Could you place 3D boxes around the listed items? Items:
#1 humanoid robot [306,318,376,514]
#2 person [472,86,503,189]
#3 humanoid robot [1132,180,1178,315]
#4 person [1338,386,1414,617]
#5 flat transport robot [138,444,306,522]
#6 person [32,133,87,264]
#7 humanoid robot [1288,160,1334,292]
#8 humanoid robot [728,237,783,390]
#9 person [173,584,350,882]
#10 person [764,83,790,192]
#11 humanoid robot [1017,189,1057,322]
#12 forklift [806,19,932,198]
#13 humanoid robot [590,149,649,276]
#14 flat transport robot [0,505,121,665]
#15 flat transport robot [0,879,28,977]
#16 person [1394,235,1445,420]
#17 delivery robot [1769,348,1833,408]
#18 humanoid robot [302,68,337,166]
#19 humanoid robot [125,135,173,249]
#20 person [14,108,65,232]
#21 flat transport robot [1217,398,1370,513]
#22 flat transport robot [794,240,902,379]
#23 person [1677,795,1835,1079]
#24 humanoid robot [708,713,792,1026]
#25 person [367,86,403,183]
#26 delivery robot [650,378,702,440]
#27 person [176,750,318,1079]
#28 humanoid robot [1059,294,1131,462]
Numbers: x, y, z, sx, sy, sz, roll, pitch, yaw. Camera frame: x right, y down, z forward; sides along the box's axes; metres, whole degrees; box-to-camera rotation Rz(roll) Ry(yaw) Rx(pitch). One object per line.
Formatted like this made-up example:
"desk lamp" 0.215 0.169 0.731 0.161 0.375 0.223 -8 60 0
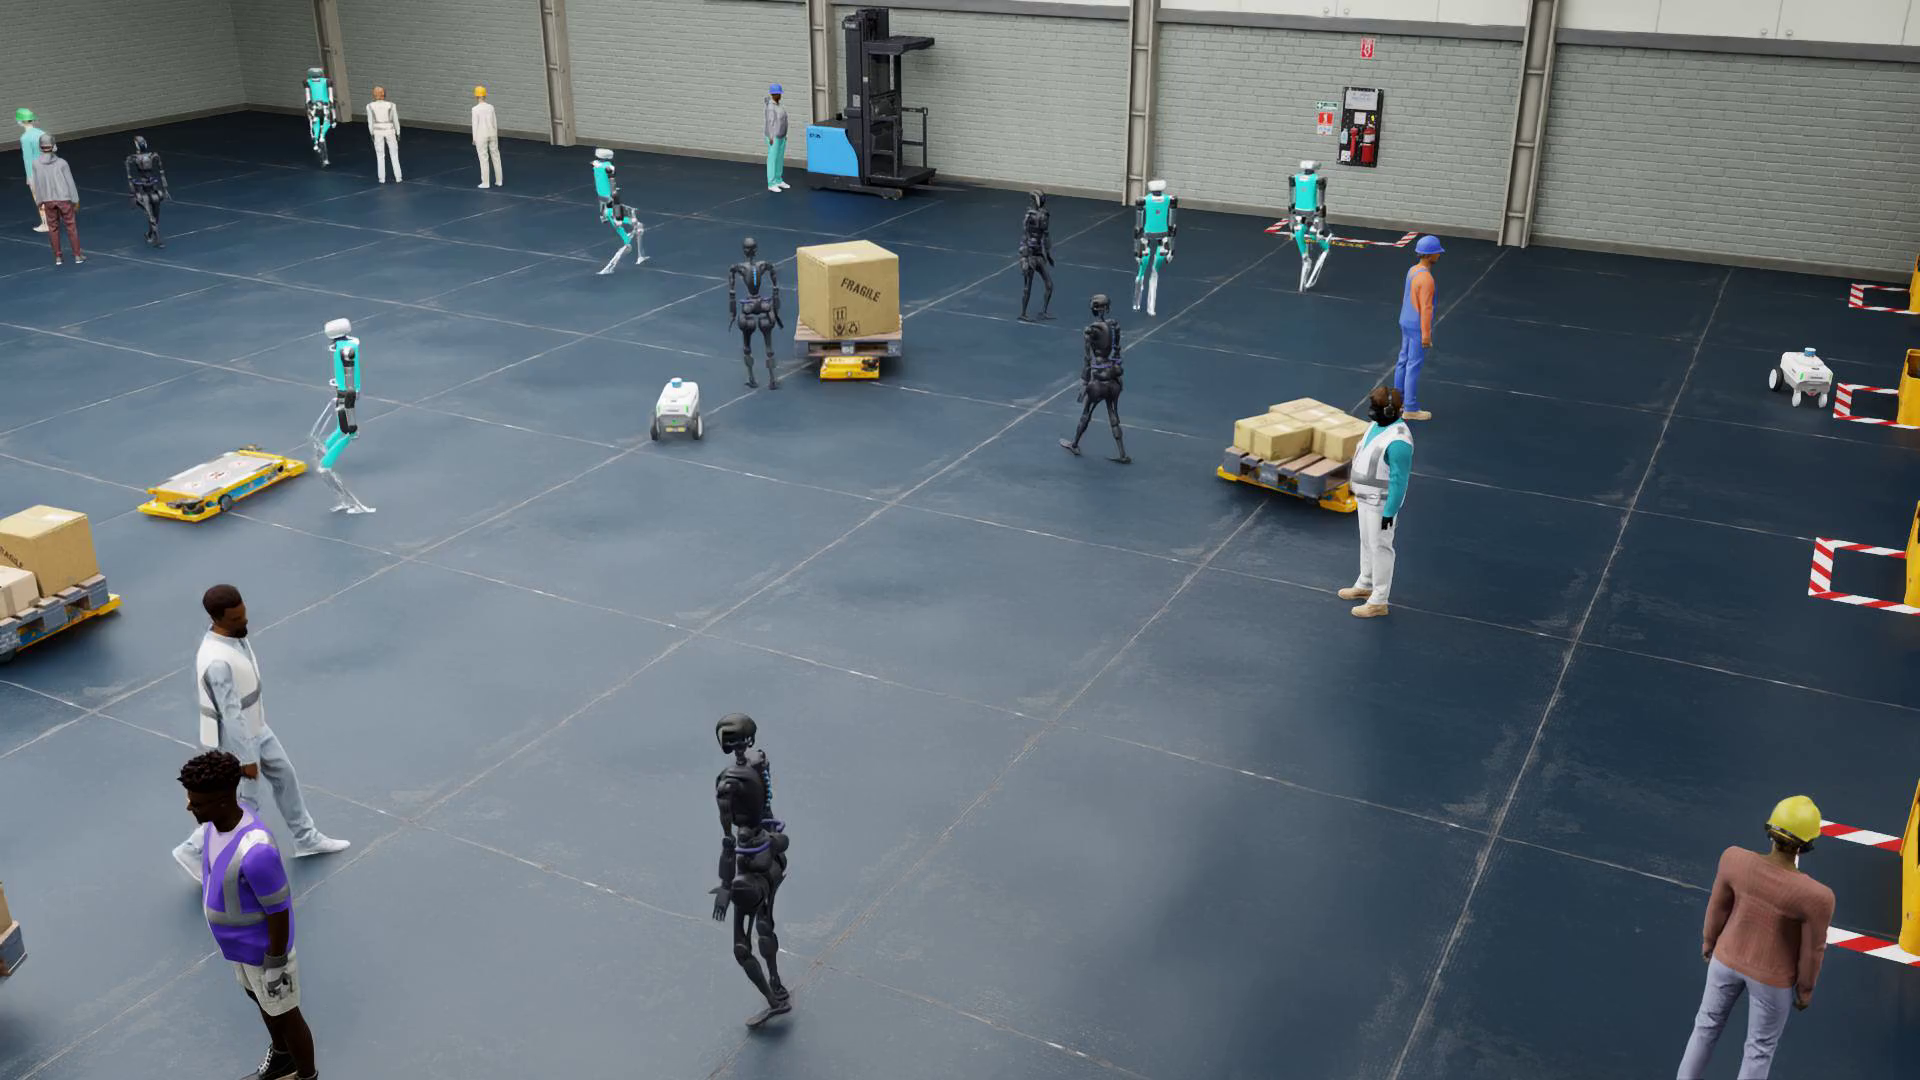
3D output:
"humanoid robot" -5.599 -1.037 14.762 0.711 1.829 0.537 -9 25 -20
"person" -8.061 -6.844 28.285 0.315 1.697 0.466 21 31 39
"humanoid robot" 2.379 -3.601 20.832 0.538 1.903 0.753 -3 23 -7
"person" 3.225 -0.305 12.881 0.429 1.841 0.636 -2 23 -4
"flat transport robot" -6.817 -0.531 15.398 0.659 0.231 1.431 8 25 19
"person" -12.678 -4.790 23.371 0.550 1.806 0.381 -7 24 -15
"humanoid robot" 4.646 -4.081 21.910 0.549 1.884 0.747 18 29 36
"humanoid robot" -2.235 -2.468 18.138 0.609 1.630 0.452 -8 25 -19
"person" -4.138 1.109 9.541 0.870 1.885 0.599 -5 24 -12
"person" -3.099 -6.802 28.091 0.354 1.776 0.543 8 25 19
"humanoid robot" 0.942 -3.516 20.570 0.457 1.642 0.594 16 28 32
"forklift" -1.573 -7.292 27.850 1.873 2.768 1.129 12 26 25
"humanoid robot" -4.592 -4.525 22.906 1.018 1.775 0.531 -18 29 -36
"flat transport robot" -7.264 0.640 12.674 0.659 0.231 1.431 10 25 21
"flat transport robot" -5.544 2.482 8.385 0.659 0.231 1.431 1 23 2
"person" 4.739 -2.206 17.221 0.370 1.910 0.521 -2 23 -6
"delivery robot" 9.112 -1.774 17.954 0.499 0.614 0.791 4 23 8
"humanoid robot" -11.482 -7.516 29.789 0.547 1.748 0.931 0 23 0
"humanoid robot" -11.913 -5.106 24.333 0.737 1.646 0.590 17 29 35
"person" -13.920 -5.583 25.136 0.485 1.863 0.542 3 23 8
"flat transport robot" 3.186 -0.588 15.531 1.431 0.231 0.659 20 30 39
"flat transport robot" -1.272 -2.158 19.187 0.659 0.231 1.431 -1 23 -2
"person" 3.697 1.967 7.708 0.377 1.754 0.534 -19 30 -37
"humanoid robot" -1.035 1.662 8.508 0.431 1.636 0.607 7 24 16
"person" -9.919 -6.989 28.704 0.513 1.631 0.311 -6 24 -13
"delivery robot" -2.870 -1.343 16.920 0.499 0.588 0.774 0 23 -1
"person" -3.289 1.840 7.730 0.362 1.963 0.611 -20 30 -38
"humanoid robot" 1.348 -1.572 16.076 0.757 1.626 0.613 19 30 37
